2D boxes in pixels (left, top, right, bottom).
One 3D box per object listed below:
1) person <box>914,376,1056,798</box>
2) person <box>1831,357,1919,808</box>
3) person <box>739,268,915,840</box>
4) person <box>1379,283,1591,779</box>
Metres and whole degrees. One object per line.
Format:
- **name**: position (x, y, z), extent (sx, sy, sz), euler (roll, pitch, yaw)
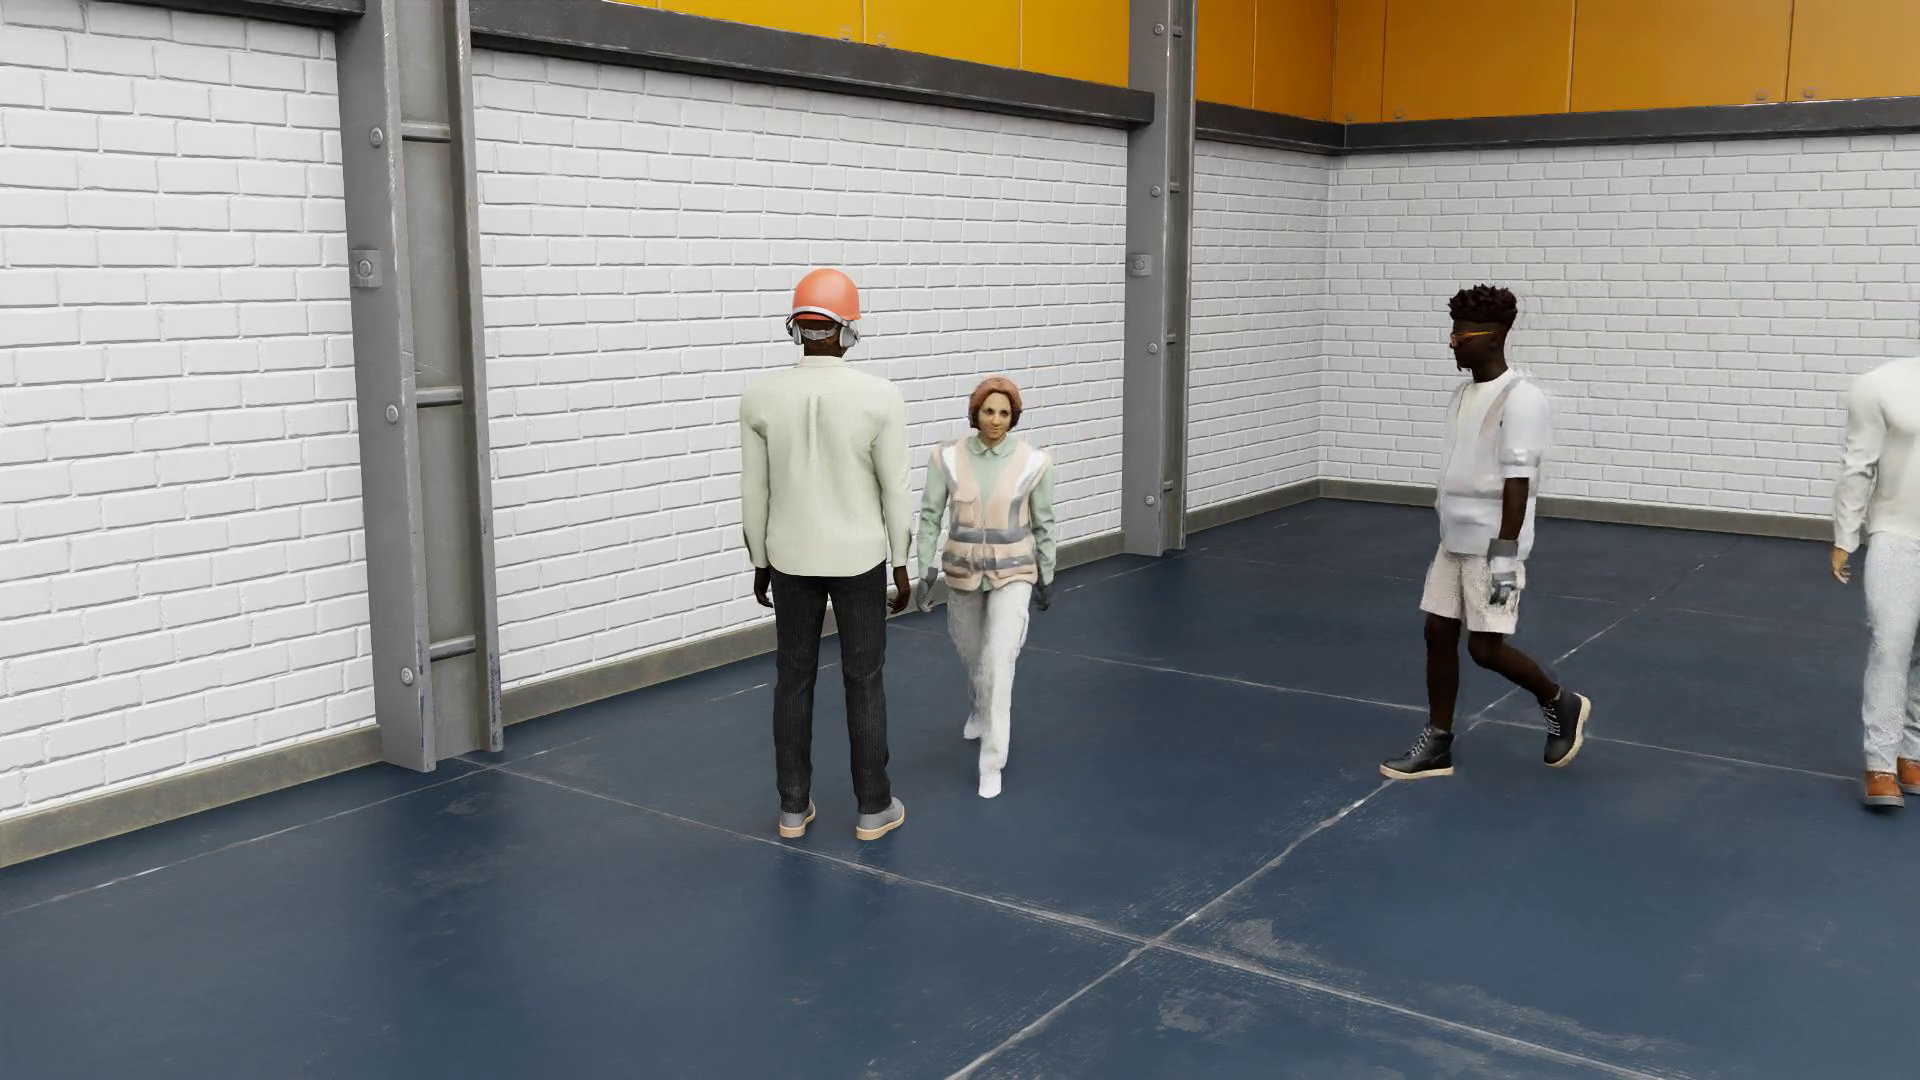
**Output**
- **person**: position (0.126, 0.140, 6.598), extent (0.526, 1.604, 0.864), euler (2, 10, 12)
- **person**: position (3.603, 0.047, 6.097), extent (0.661, 1.921, 0.721), euler (3, 10, 16)
- **person**: position (-0.456, 0.062, 5.804), extent (0.608, 1.995, 0.376), euler (1, 10, 8)
- **person**: position (2.055, -0.010, 6.393), extent (0.724, 1.943, 0.628), euler (-2, 10, -13)
